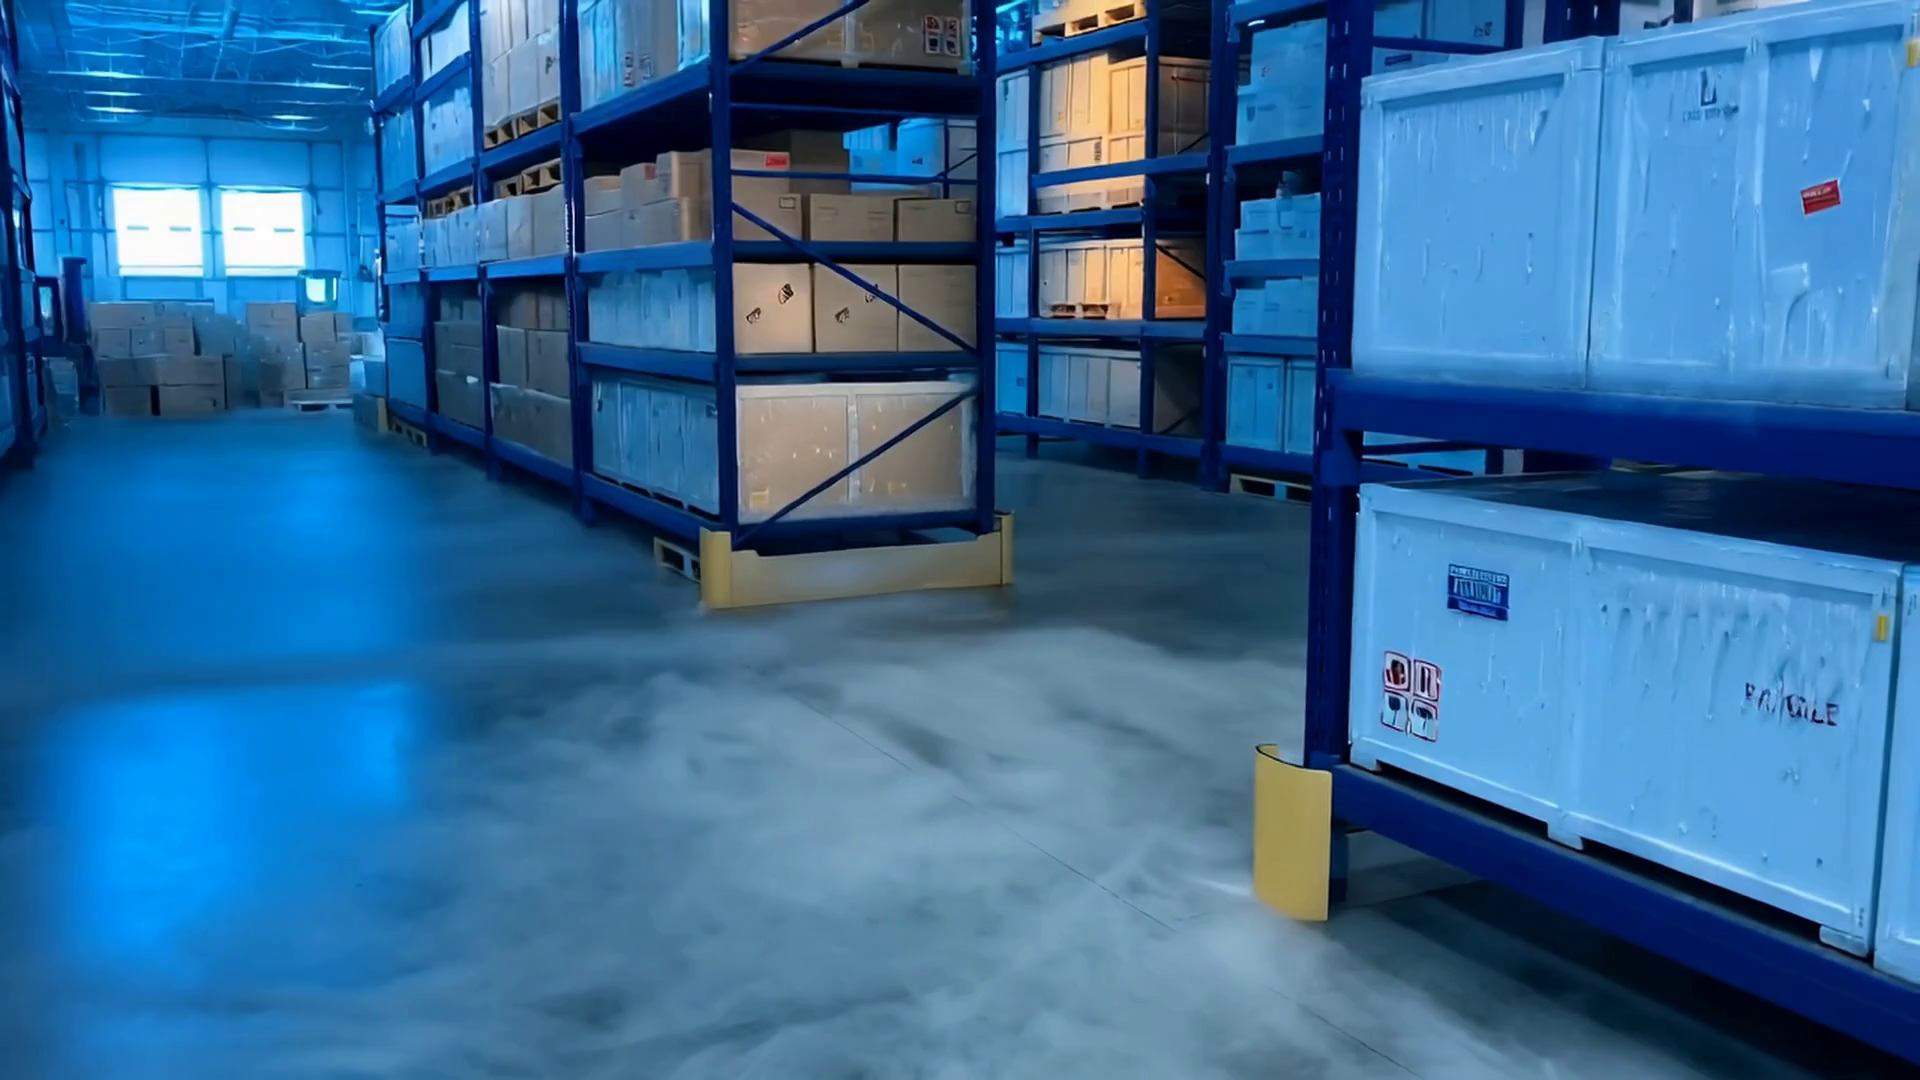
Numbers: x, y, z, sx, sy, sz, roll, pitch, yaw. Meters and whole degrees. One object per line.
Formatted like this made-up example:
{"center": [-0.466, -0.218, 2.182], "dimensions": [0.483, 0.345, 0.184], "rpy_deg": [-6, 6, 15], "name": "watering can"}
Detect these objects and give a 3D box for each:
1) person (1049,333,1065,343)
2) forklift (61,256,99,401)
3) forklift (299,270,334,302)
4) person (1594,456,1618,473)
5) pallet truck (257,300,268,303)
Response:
{"center": [1.909, -3.629, 32.342], "dimensions": [0.372, 1.939, 0.544], "rpy_deg": [0, 8, 1], "name": "person"}
{"center": [-17.026, -4.059, 32.076], "dimensions": [1.873, 2.768, 1.129], "rpy_deg": [-4, 9, -27], "name": "forklift"}
{"center": [-18.345, -6.292, 47.477], "dimensions": [1.129, 2.768, 1.873], "rpy_deg": [-5, 10, -32], "name": "forklift"}
{"center": [5.024, -0.743, 13.259], "dimensions": [0.354, 1.686, 0.555], "rpy_deg": [-3, 9, -17], "name": "person"}
{"center": [-23.913, -7.404, 58.171], "dimensions": [1.885, 1.965, 0.823], "rpy_deg": [-1, 8, -9], "name": "pallet truck"}
